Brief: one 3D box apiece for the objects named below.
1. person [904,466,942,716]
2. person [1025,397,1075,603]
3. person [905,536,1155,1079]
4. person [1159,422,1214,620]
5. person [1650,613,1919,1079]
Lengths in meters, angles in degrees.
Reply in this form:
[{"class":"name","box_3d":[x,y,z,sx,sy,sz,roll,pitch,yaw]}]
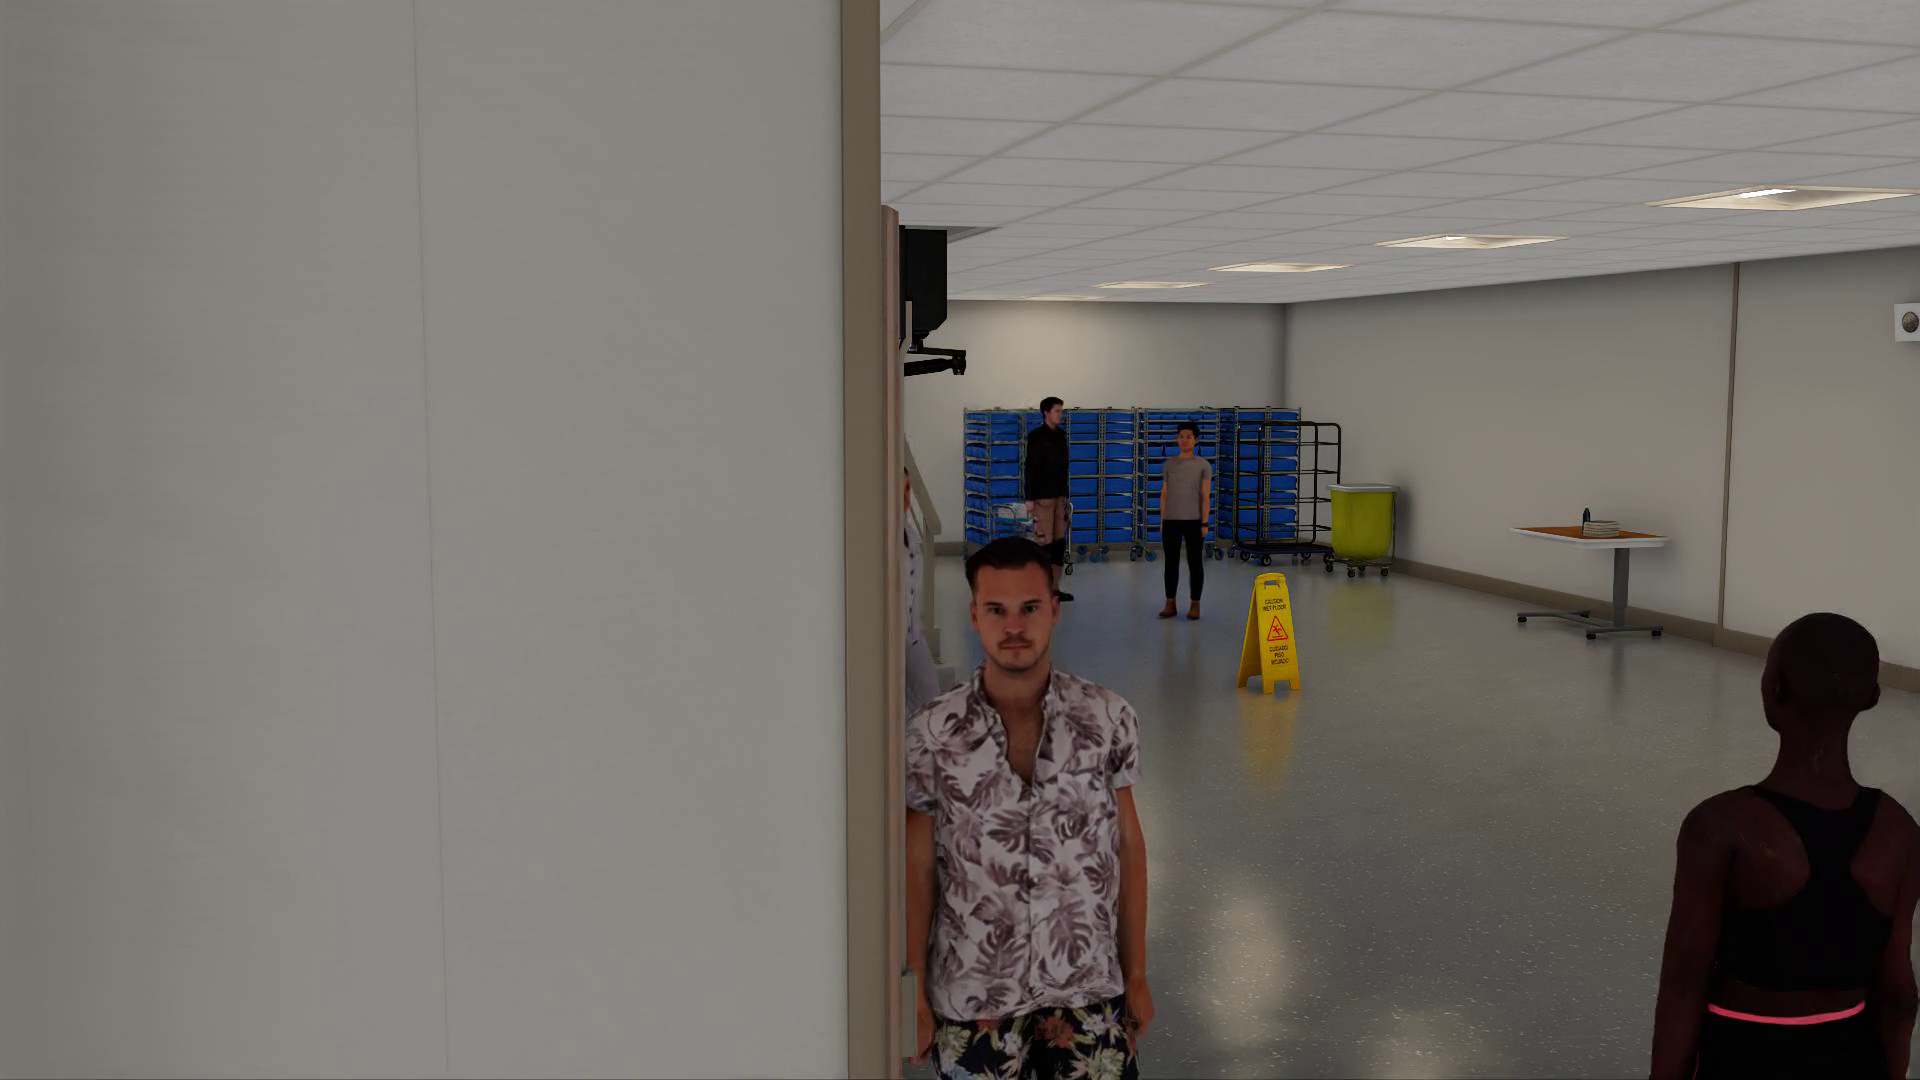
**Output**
[{"class":"person","box_3d":[-0.409,0.494,7.867,0.845,1.720,0.798,4,7,38]},{"class":"person","box_3d":[0.755,-0.371,15.503,1.048,1.913,0.972,5,7,38]},{"class":"person","box_3d":[0.123,0.888,3.530,0.752,1.805,0.738,-1,6,-6]},{"class":"person","box_3d":[1.970,-0.180,14.559,0.675,1.721,0.723,3,6,26]},{"class":"person","box_3d":[1.366,1.004,2.694,0.696,1.740,0.973,0,6,-5]}]
